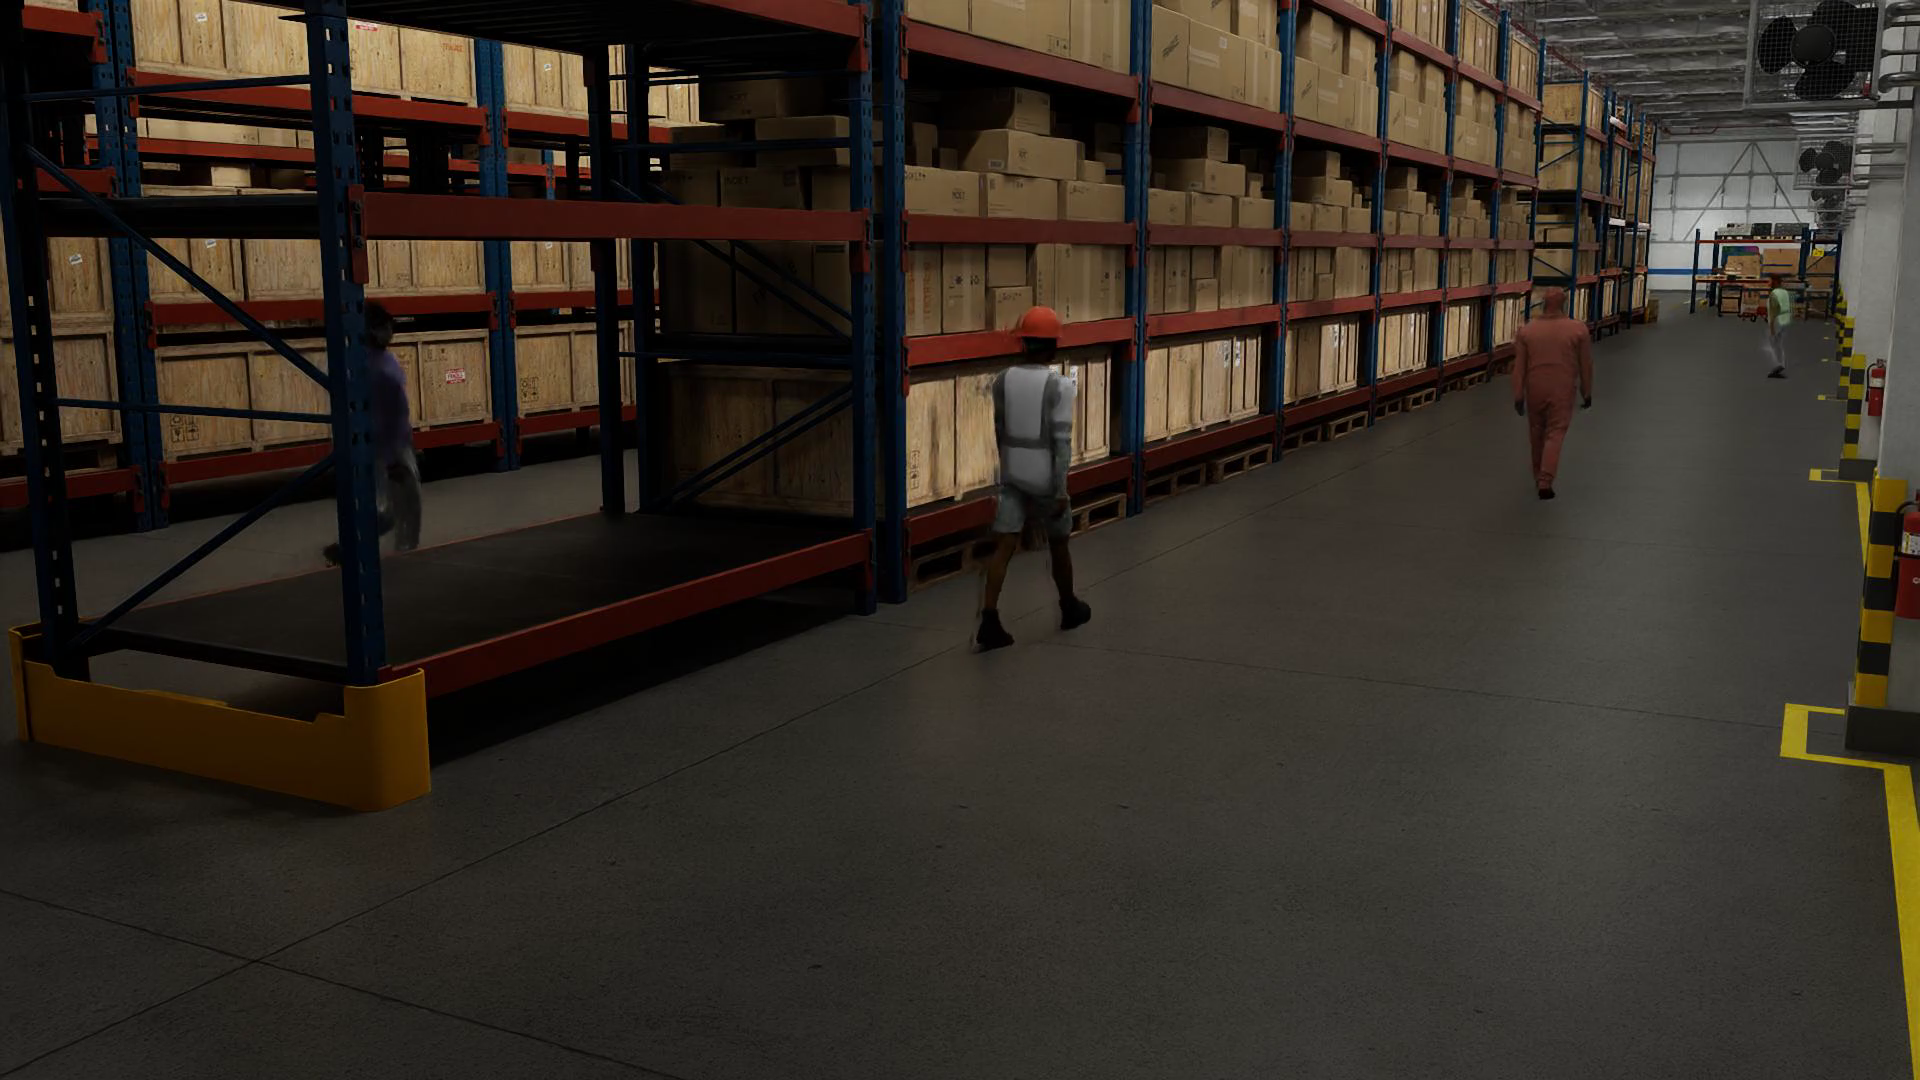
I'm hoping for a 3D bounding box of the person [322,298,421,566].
[{"bbox_3d":[-3.576,-0.538,10.291,0.750,1.904,0.652,-1,10,-6],"label":"person"}]

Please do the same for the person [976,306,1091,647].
[{"bbox_3d":[0.413,-0.358,9.326,0.550,1.890,1.035,6,11,31],"label":"person"}]

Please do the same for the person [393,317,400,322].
[{"bbox_3d":[-6.973,-2.155,20.195,0.501,1.707,0.592,3,10,18],"label":"person"}]

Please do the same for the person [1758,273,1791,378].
[{"bbox_3d":[14.181,-3.717,28.895,0.622,1.824,0.472,-9,13,-43],"label":"person"}]

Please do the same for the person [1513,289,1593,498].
[{"bbox_3d":[5.347,-1.327,15.017,0.643,1.856,1.012,6,12,32],"label":"person"}]
